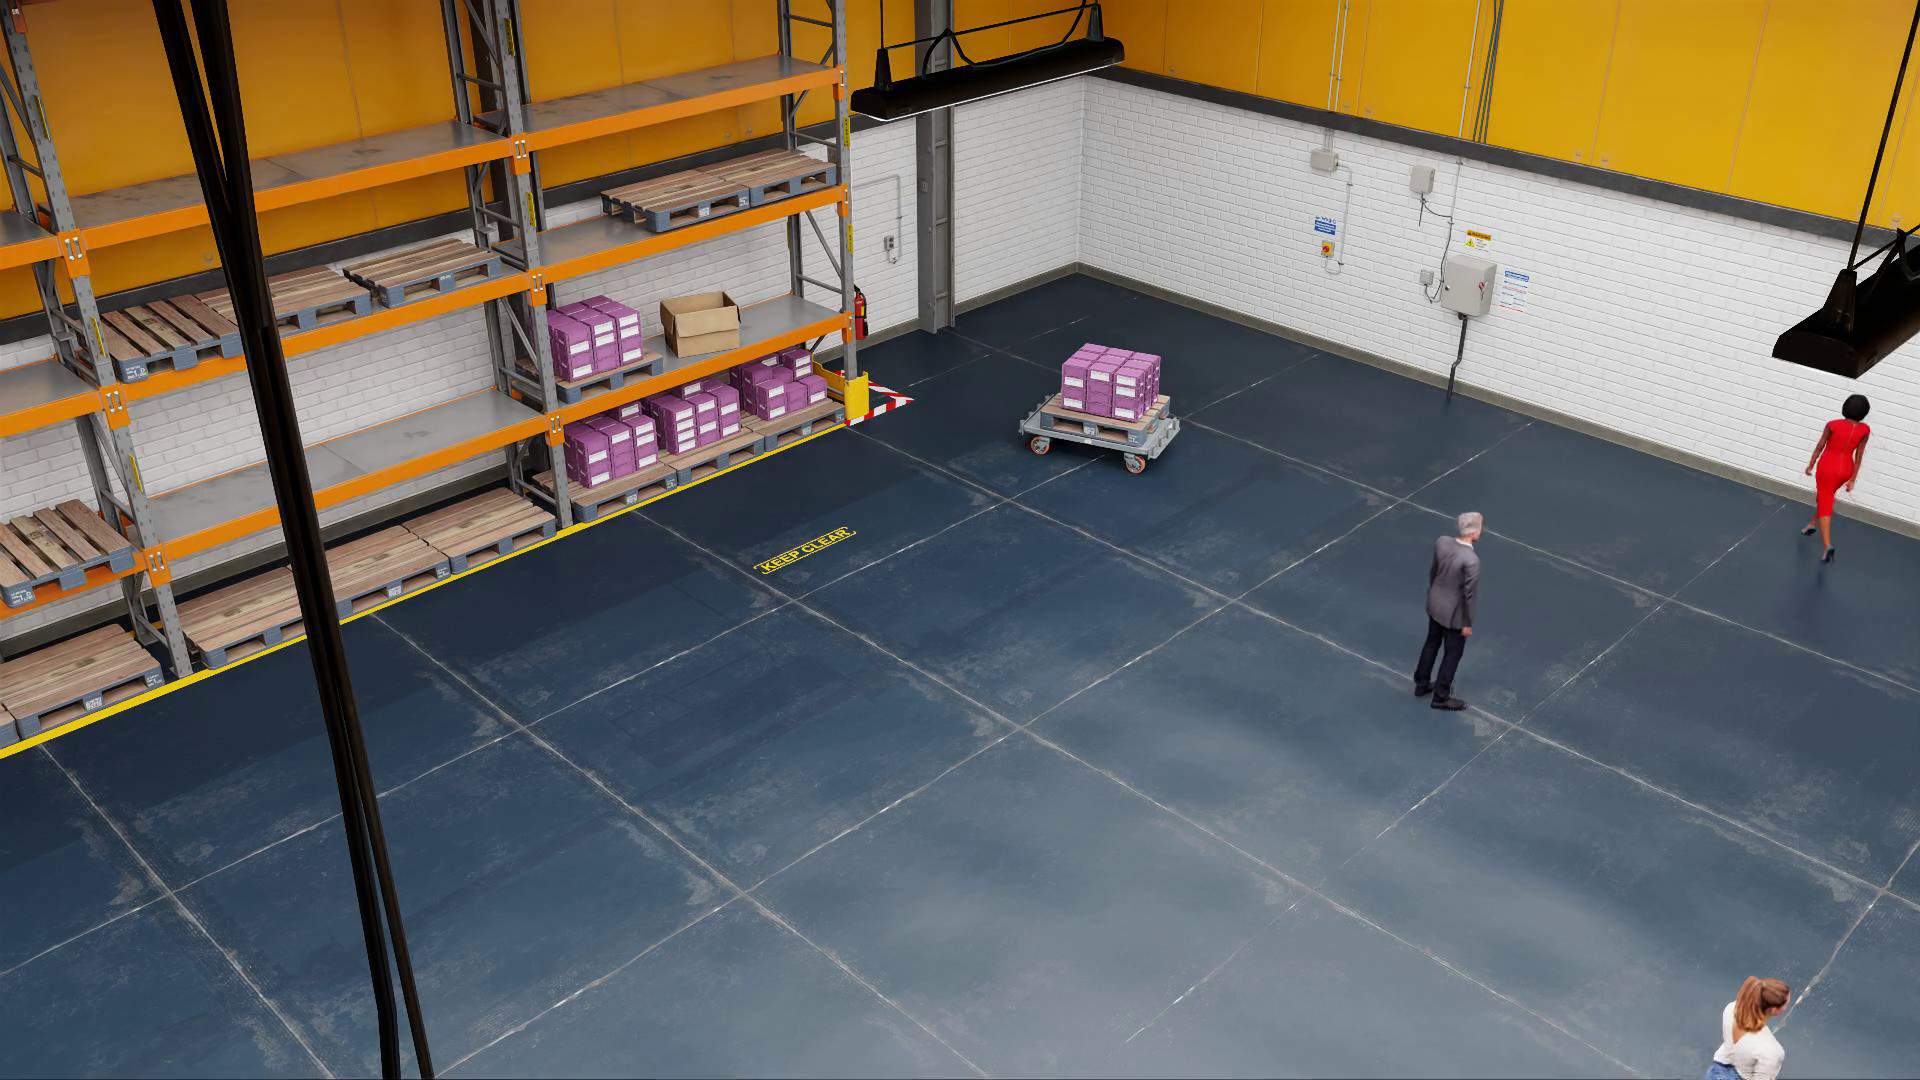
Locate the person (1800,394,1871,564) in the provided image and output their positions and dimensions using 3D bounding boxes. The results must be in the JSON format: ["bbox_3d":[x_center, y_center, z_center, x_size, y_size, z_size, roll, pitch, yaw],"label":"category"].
[{"bbox_3d":[8.614,-0.578,16.378,1.031,1.700,1.142,2,29,4],"label":"person"}]

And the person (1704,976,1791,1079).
[{"bbox_3d":[4.345,3.169,9.498,0.779,1.710,0.736,-6,29,-10],"label":"person"}]

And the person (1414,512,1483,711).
[{"bbox_3d":[4.166,0.583,14.112,0.745,1.833,0.804,-12,31,-21],"label":"person"}]
